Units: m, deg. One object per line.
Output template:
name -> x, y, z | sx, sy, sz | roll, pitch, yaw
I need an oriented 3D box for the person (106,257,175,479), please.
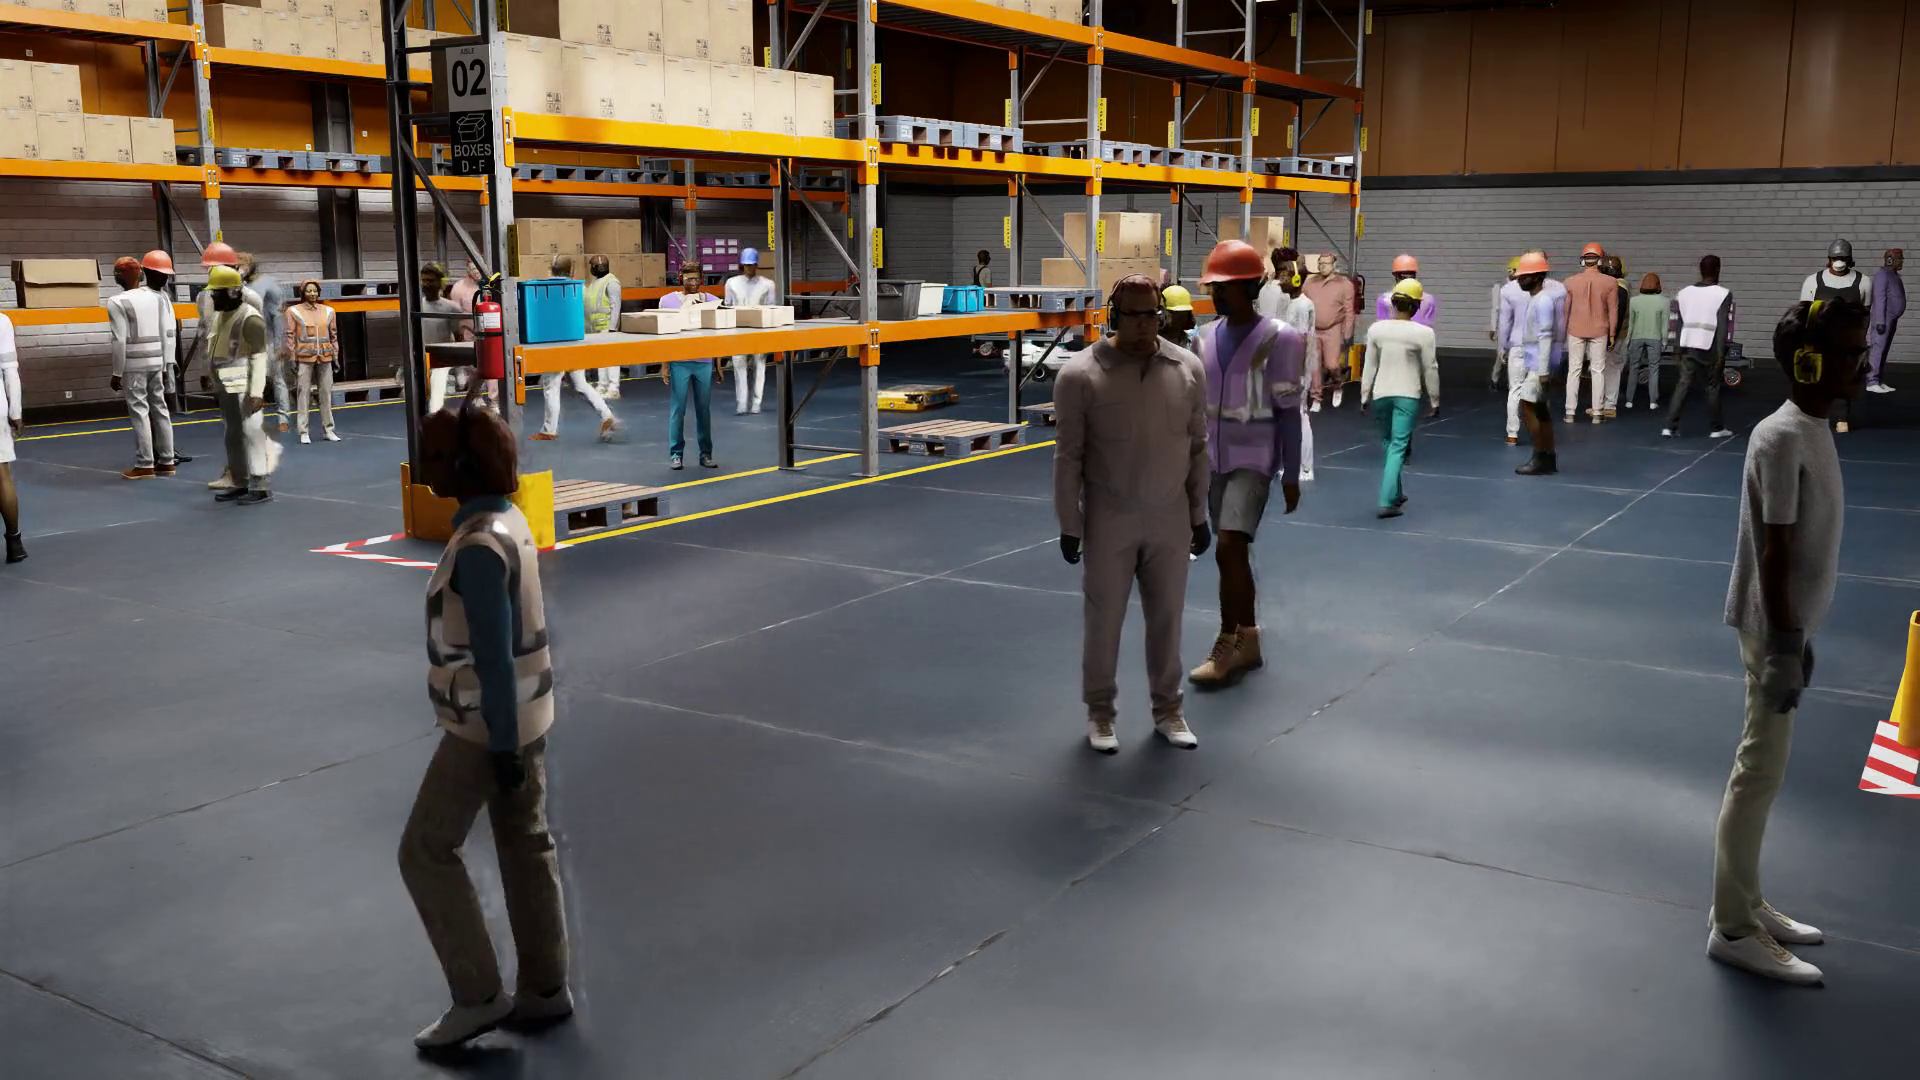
person -> -6.965, -1.453, 14.124 | 0.352, 1.881, 0.576 | 4, 11, 19

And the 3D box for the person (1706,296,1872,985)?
person -> 2.307, 0.266, 4.625 | 0.330, 1.874, 0.518 | 6, 12, 30

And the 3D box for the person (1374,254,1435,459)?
person -> 4.114, -1.690, 15.402 | 0.542, 1.905, 0.835 | 0, 10, 0

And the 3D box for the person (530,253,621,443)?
person -> -3.858, -1.899, 16.549 | 0.928, 1.907, 0.640 | 3, 11, 18

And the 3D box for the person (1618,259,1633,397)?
person -> 8.356, -2.705, 21.316 | 0.615, 1.790, 0.503 | -4, 11, -22

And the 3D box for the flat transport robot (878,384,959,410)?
flat transport robot -> -0.560, -1.746, 20.212 | 0.652, 0.197, 1.431 | 4, 11, 20

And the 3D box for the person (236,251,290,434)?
person -> -7.297, -2.025, 17.274 | 0.638, 1.911, 0.657 | 2, 10, 12

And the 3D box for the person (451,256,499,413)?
person -> -5.593, -2.397, 19.450 | 0.694, 1.856, 0.946 | -3, 11, -17

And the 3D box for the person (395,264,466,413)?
person -> -4.638, -1.508, 14.607 | 0.524, 1.823, 0.956 | 2, 10, 12

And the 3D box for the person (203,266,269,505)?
person -> -5.541, -1.181, 12.785 | 0.628, 1.825, 0.404 | 8, 13, 37

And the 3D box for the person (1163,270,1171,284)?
person -> 2.874, -2.853, 22.619 | 0.530, 1.617, 0.625 | 7, 12, 34

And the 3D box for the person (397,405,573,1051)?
person -> -1.233, 0.471, 4.189 | 0.507, 1.623, 0.520 | -1, 10, -3

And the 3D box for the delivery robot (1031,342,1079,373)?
delivery robot -> 1.371, -2.604, 23.902 | 0.707, 0.478, 0.477 | 0, 11, 2

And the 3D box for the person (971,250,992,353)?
person -> 0.411, -4.254, 29.741 | 0.331, 1.844, 0.521 | -9, 14, -41

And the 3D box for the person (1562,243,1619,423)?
person -> 6.962, -2.282, 18.427 | 0.609, 1.986, 0.391 | 5, 11, 24

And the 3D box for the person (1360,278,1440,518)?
person -> 3.297, -1.053, 12.304 | 0.560, 1.733, 0.805 | 9, 13, 40

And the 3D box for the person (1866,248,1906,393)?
person -> 12.365, -2.919, 22.172 | 0.405, 1.911, 0.636 | 9, 14, 41

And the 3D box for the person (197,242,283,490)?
person -> -5.980, -1.458, 13.807 | 0.624, 2.024, 0.859 | 3, 11, 18

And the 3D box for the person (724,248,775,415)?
person -> -2.416, -2.384, 19.149 | 0.646, 1.921, 0.756 | 0, 10, -2

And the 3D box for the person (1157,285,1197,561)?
person -> 1.320, -0.712, 10.401 | 0.488, 1.743, 0.321 | -6, 12, -29

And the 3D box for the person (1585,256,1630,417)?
person -> 7.427, -2.321, 19.066 | 0.429, 1.838, 0.621 | 3, 11, 14

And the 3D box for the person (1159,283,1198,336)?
person -> 1.617, -1.155, 12.995 | 0.531, 1.692, 0.320 | 2, 10, 13

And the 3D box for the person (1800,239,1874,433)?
person -> 9.201, -2.145, 17.518 | 0.685, 2.000, 0.538 | 5, 11, 24

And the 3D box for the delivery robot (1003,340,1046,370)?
delivery robot -> 1.001, -2.709, 24.498 | 0.707, 0.478, 0.477 | -5, 11, -24

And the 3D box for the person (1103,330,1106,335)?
person -> 2.143, -3.530, 25.402 | 0.518, 1.962, 0.635 | 5, 11, 26

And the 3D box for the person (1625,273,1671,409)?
person -> 8.268, -2.389, 20.032 | 0.497, 1.626, 0.288 | 6, 12, 30

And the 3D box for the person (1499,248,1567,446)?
person -> 5.592, -1.873, 16.296 | 0.628, 1.940, 0.373 | 4, 11, 21

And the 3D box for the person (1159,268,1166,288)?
person -> 2.974, -3.629, 26.069 | 0.587, 1.921, 0.390 | 4, 11, 22

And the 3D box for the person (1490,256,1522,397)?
person -> 7.120, -2.742, 21.422 | 0.620, 1.819, 0.421 | -2, 10, -10

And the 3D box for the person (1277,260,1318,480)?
person -> 2.845, -1.424, 14.063 | 0.364, 1.853, 0.520 | 0, 10, 2

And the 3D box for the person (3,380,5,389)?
person -> -8.026, -1.263, 13.491 | 0.541, 1.724, 0.534 | 2, 10, 11

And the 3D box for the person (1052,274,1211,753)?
person -> 0.689, -0.097, 6.590 | 0.653, 1.894, 0.401 | -3, 11, -15

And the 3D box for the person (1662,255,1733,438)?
person -> 7.573, -1.962, 16.969 | 0.908, 1.881, 0.609 | -7, 12, -33

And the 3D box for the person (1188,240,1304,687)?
person -> 1.182, -0.339, 7.571 | 0.769, 2.014, 0.629 | -8, 13, -36

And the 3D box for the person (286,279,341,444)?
person -> -6.468, -1.787, 16.643 | 0.512, 1.641, 0.307 | -9, 14, -42

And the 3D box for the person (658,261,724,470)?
person -> -2.383, -1.548, 14.765 | 0.563, 1.839, 0.389 | -4, 11, -22

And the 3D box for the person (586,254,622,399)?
person -> -4.572, -2.727, 21.308 | 0.430, 1.839, 0.619 | -7, 13, -36

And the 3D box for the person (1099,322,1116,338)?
person -> 2.033, -3.029, 22.847 | 0.592, 1.893, 0.850 | 6, 12, 31

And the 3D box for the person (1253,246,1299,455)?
person -> 2.998, -1.775, 15.680 | 0.373, 1.963, 0.607 | -6, 12, -31

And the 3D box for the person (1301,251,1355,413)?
person -> 4.291, -2.447, 19.607 | 0.647, 1.892, 0.480 | 5, 12, 28

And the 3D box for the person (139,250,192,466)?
person -> -7.188, -1.629, 14.971 | 0.374, 1.928, 0.542 | 0, 10, -1

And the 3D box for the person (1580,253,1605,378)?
person -> 9.275, -3.290, 24.333 | 0.402, 1.866, 0.610 | -2, 10, -13

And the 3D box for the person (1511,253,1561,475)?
person -> 4.988, -1.512, 14.410 | 0.516, 1.908, 0.567 | 3, 11, 15

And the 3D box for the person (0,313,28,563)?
person -> -6.160, -0.802, 10.367 | 0.552, 1.932, 0.377 | -7, 12, -35
